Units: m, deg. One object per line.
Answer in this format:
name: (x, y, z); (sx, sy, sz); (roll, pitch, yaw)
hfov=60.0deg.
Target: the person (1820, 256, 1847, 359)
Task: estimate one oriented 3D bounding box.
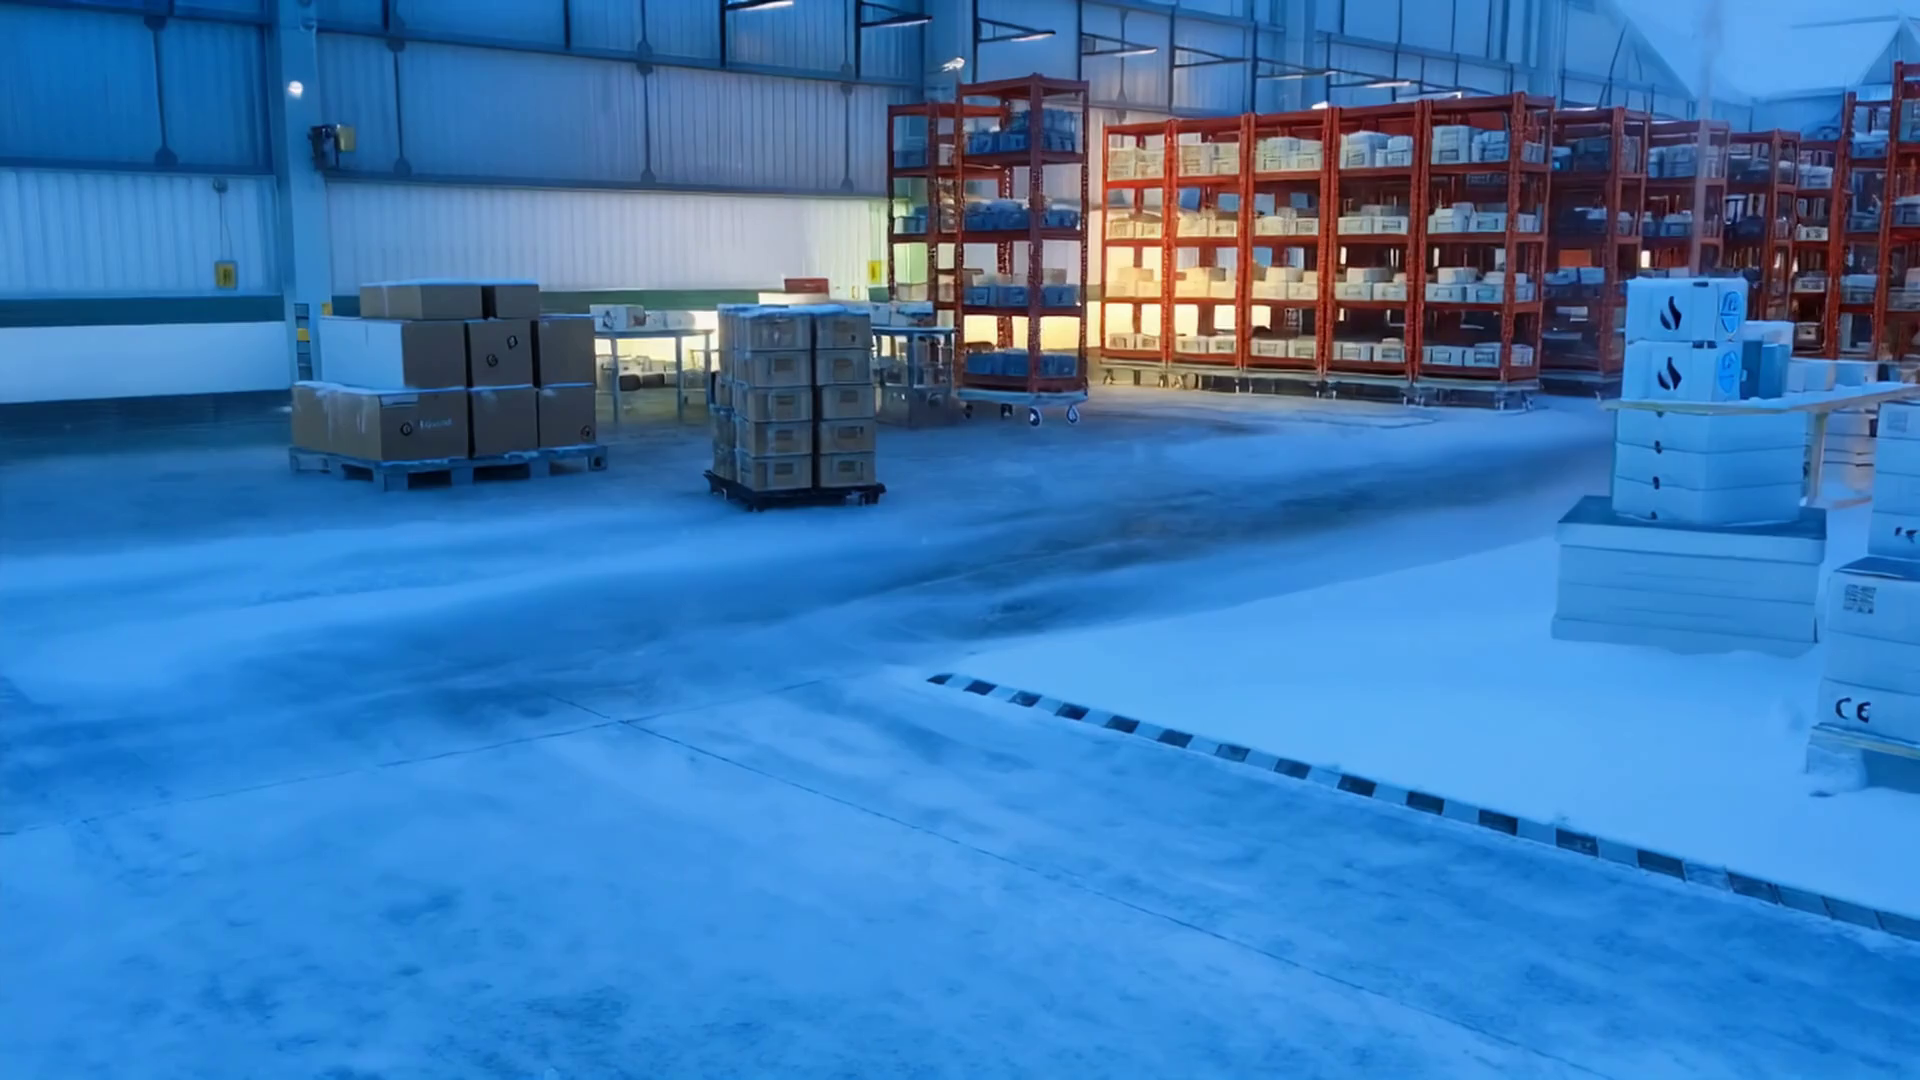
person: (14.329, -3.747, 27.287); (0.403, 1.832, 0.594); (6, 11, 34)
